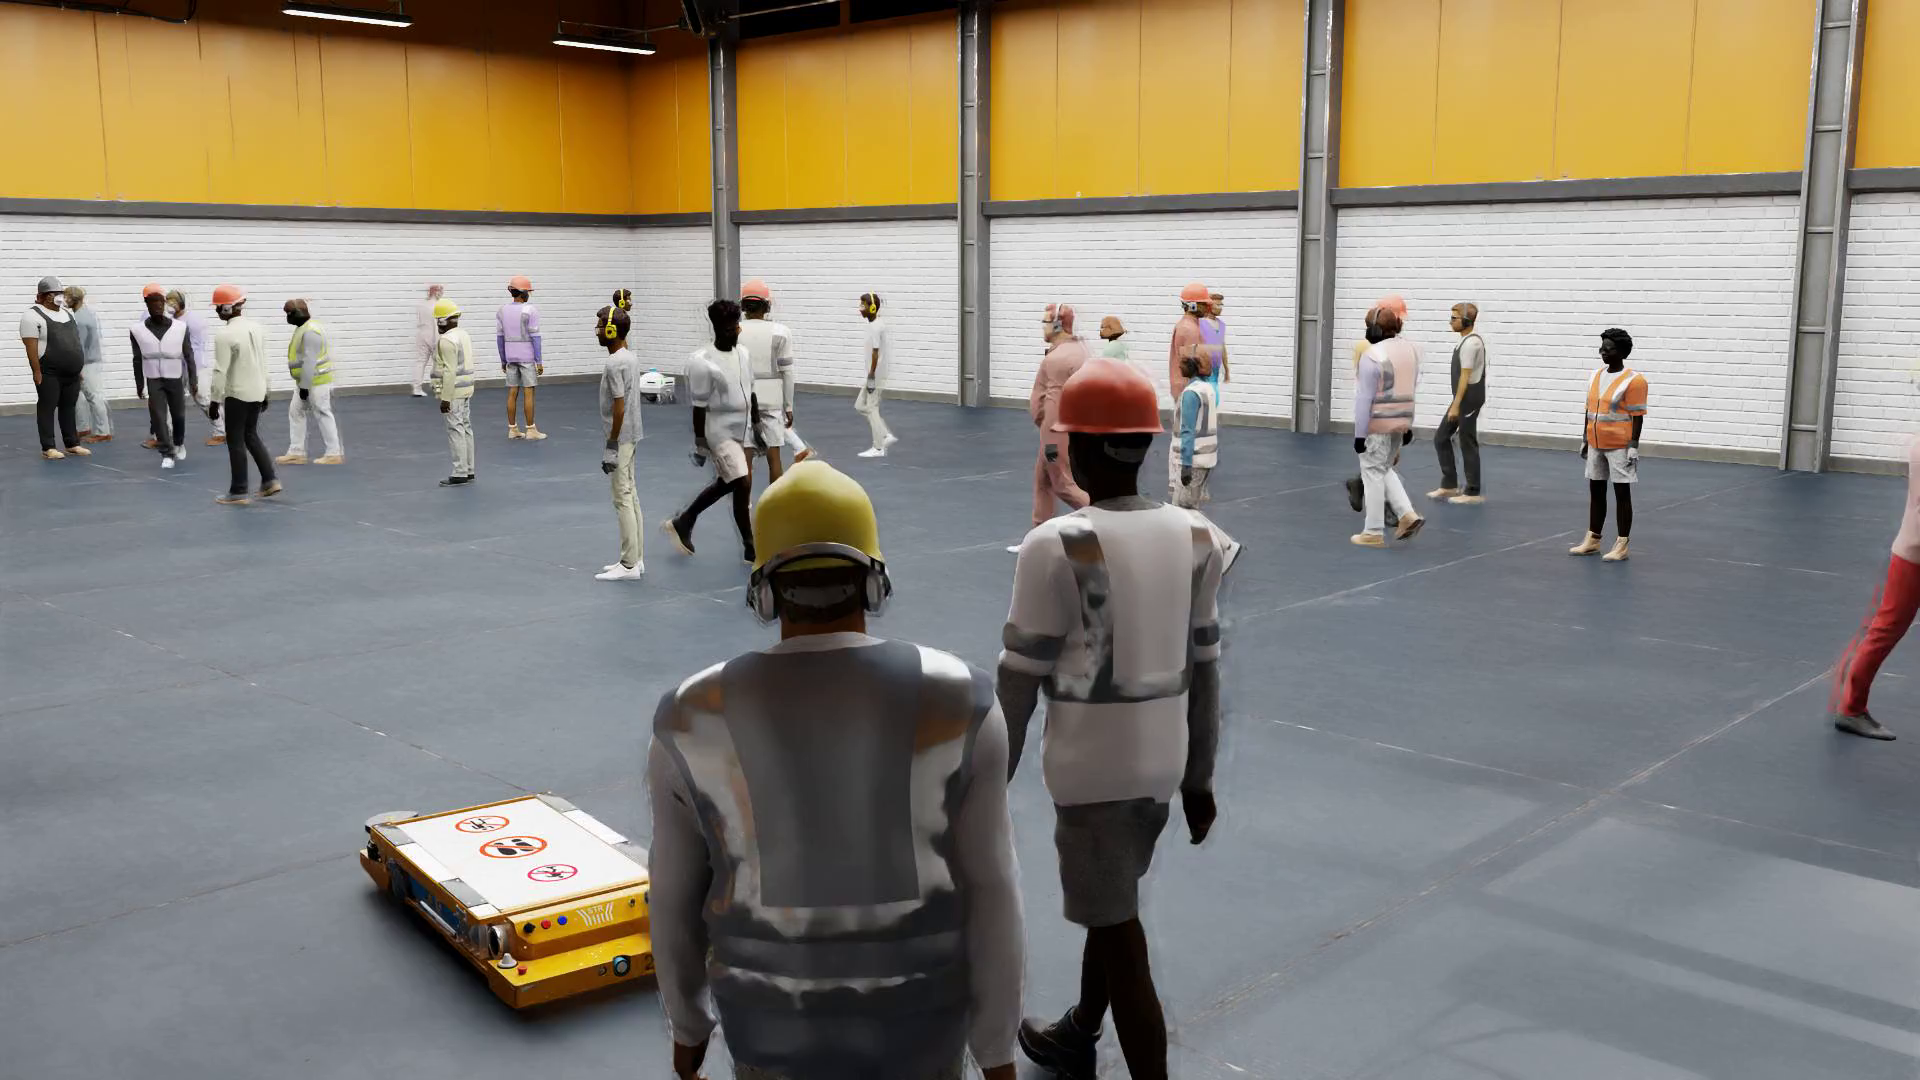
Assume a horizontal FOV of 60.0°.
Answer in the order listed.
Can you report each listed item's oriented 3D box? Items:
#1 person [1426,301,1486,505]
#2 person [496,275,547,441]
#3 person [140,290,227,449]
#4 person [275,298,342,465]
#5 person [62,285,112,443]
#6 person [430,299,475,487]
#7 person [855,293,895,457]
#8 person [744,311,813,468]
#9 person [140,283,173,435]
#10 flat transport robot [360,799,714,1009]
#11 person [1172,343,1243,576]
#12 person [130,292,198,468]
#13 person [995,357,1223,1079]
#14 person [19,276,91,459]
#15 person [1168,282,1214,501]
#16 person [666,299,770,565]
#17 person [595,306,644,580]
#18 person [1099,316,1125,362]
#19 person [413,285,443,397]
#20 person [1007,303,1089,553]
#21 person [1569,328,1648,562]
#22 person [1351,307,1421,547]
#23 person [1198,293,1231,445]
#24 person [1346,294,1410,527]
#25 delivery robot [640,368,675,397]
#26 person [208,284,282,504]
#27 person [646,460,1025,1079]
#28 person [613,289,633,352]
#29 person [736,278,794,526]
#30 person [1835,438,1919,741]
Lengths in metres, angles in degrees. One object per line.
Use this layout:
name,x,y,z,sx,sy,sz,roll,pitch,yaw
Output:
person,4.447,-1.216,14.929,0.612,1.827,0.529,1,9,7
person,-5.402,-2.240,20.537,0.615,2.041,0.384,4,10,23
person,-9.157,-2.012,19.666,0.646,1.881,1.028,6,11,32
person,-7.072,-1.684,17.880,0.779,1.801,0.650,-6,11,-33
person,-10.678,-2.115,20.151,0.663,1.914,0.660,-4,10,-22
person,-4.957,-1.433,16.244,0.403,1.827,0.597,0,9,1
person,-1.010,-1.851,18.741,0.388,1.852,0.548,-1,9,-7
person,-2.006,-1.614,17.340,0.950,1.852,0.569,-1,9,-9
person,-10.240,-2.301,21.233,0.361,1.939,0.542,-5,11,-30
flat transport robot,-1.409,1.111,5.414,0.652,0.197,1.431,-7,11,-36
person,1.629,-0.514,11.225,0.506,1.621,0.527,3,10,20
person,-8.589,-1.742,17.987,0.638,1.879,0.888,-4,10,-23
person,0.291,0.523,4.000,0.557,1.899,0.884,-7,11,-35
person,-10.114,-1.937,18.689,0.538,2.000,0.684,3,10,17
person,2.123,-1.364,15.317,0.394,1.992,0.622,-1,9,-4
person,-1.754,-0.772,11.933,0.931,1.919,0.628,4,10,24
person,-2.340,-0.658,11.368,0.325,1.871,0.521,0,9,0
person,1.698,-1.613,18.002,0.549,1.619,0.506,4,10,23
person,-8.729,-3.313,27.705,0.670,1.840,1.002,7,12,39
person,0.790,-0.790,12.165,0.857,1.881,0.651,3,10,15
person,4.731,-0.690,12.090,0.322,1.697,0.532,-4,10,-24
person,3.211,-0.847,12.633,0.636,1.831,0.447,-7,12,-39
person,3.052,-2.037,19.965,0.602,1.823,0.597,8,12,42
person,3.491,-1.089,13.884,0.552,1.915,0.762,-5,10,-27
delivery robot,-4.833,-2.464,26.176,0.707,0.478,0.477,6,11,33
person,-6.498,-1.306,14.984,0.445,1.981,0.674,2,9,12
person,-0.209,0.769,2.826,0.615,1.795,0.758,0,9,-3
person,-4.208,-2.195,20.794,0.314,1.869,0.537,-5,10,-26
person,-1.661,-1.111,13.617,0.606,2.044,0.373,-1,9,-7
person,4.322,0.084,7.256,0.549,1.713,0.895,-7,12,-38
